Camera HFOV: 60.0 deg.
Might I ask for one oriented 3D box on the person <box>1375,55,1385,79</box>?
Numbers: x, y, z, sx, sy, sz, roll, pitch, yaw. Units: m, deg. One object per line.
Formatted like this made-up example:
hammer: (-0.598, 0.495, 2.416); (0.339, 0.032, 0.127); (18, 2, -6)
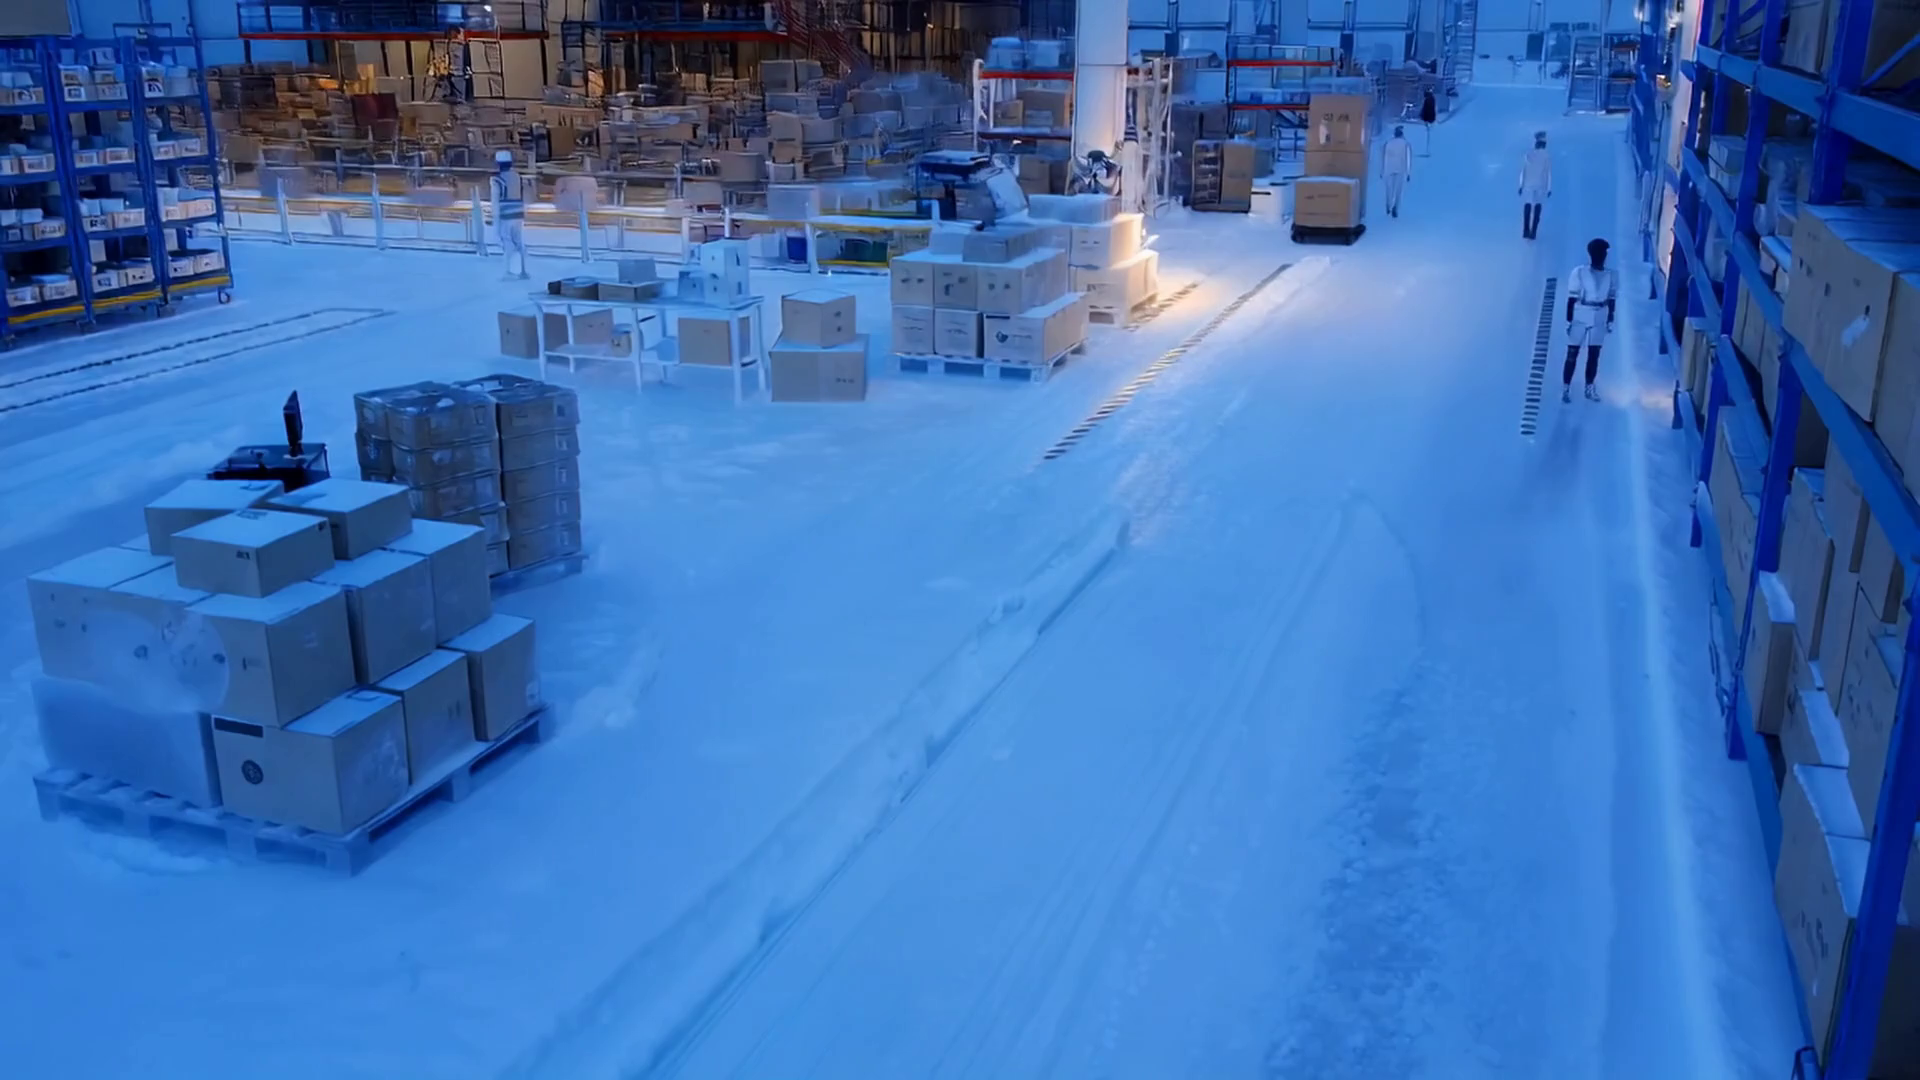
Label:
person: (19.924, -22.117, 79.224); (0.831, 1.920, 0.640); (-6, 19, -18)

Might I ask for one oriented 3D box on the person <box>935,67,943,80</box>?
person: (-0.755, -16.323, 60.925); (0.369, 1.967, 0.600); (-2, 18, -5)

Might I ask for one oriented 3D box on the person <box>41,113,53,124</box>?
person: (-29.640, -14.115, 53.946); (0.633, 1.982, 0.983); (-1, 18, -4)

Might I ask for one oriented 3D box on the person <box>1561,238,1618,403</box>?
person: (6.499, -2.264, 17.186); (0.535, 1.699, 0.318); (-1, 18, -3)

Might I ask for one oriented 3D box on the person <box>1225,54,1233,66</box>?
person: (13.679, -23.909, 85.013); (0.915, 1.805, 0.648); (-2, 18, -6)

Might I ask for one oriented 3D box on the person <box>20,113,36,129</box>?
person: (-31.836, -14.914, 56.629); (0.694, 1.898, 0.403); (-7, 19, -21)

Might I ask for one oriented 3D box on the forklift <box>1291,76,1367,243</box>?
forklift: (6.598, -6.755, 29.381); (1.129, 2.768, 1.873); (6, 19, 19)

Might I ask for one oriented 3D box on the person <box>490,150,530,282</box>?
person: (-6.763, -4.846, 24.921); (0.424, 1.938, 0.603); (12, 21, 32)

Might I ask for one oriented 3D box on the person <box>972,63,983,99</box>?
person: (0.668, -18.309, 67.283); (0.956, 1.904, 0.555); (2, 18, 6)

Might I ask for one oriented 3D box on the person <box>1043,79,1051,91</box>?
person: (3.510, -17.759, 65.838); (0.875, 1.726, 0.530); (7, 19, 22)

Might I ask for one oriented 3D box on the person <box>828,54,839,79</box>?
person: (-6.205, -22.864, 81.613); (0.584, 1.882, 0.339); (10, 20, 28)

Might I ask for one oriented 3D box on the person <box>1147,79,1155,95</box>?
person: (7.031, -16.382, 61.215); (0.564, 1.914, 0.764); (-15, 23, -40)

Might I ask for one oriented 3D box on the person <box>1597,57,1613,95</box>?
person: (31.186, -22.428, 80.238); (0.992, 1.881, 0.574); (7, 19, 21)

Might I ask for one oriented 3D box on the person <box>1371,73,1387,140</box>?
person: (13.111, -13.678, 52.496); (0.539, 2.000, 0.689); (-6, 19, -17)

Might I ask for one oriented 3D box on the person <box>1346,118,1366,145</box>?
person: (9.765, -9.852, 40.998); (0.527, 1.722, 0.915); (6, 18, 17)

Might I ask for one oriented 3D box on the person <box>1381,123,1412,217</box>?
person: (8.602, -7.293, 32.828); (0.596, 1.808, 0.782); (4, 18, 12)

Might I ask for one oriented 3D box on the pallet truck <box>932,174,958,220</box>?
pallet truck: (-0.507, -5.292, 27.348); (0.653, 1.274, 1.630); (6, 19, 19)

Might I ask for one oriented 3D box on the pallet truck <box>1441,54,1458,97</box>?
pallet truck: (22.765, -21.886, 78.355); (0.823, 1.965, 1.885); (-4, 18, -14)

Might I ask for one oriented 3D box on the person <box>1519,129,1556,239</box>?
person: (10.213, -6.289, 29.466); (0.573, 1.925, 0.459); (6, 19, 19)

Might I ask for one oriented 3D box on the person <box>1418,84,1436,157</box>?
person: (12.975, -11.635, 46.162); (0.402, 1.985, 0.617); (10, 20, 28)

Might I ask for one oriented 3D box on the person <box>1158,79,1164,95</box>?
person: (6.841, -15.005, 57.270); (0.354, 1.682, 0.543); (6, 19, 18)
